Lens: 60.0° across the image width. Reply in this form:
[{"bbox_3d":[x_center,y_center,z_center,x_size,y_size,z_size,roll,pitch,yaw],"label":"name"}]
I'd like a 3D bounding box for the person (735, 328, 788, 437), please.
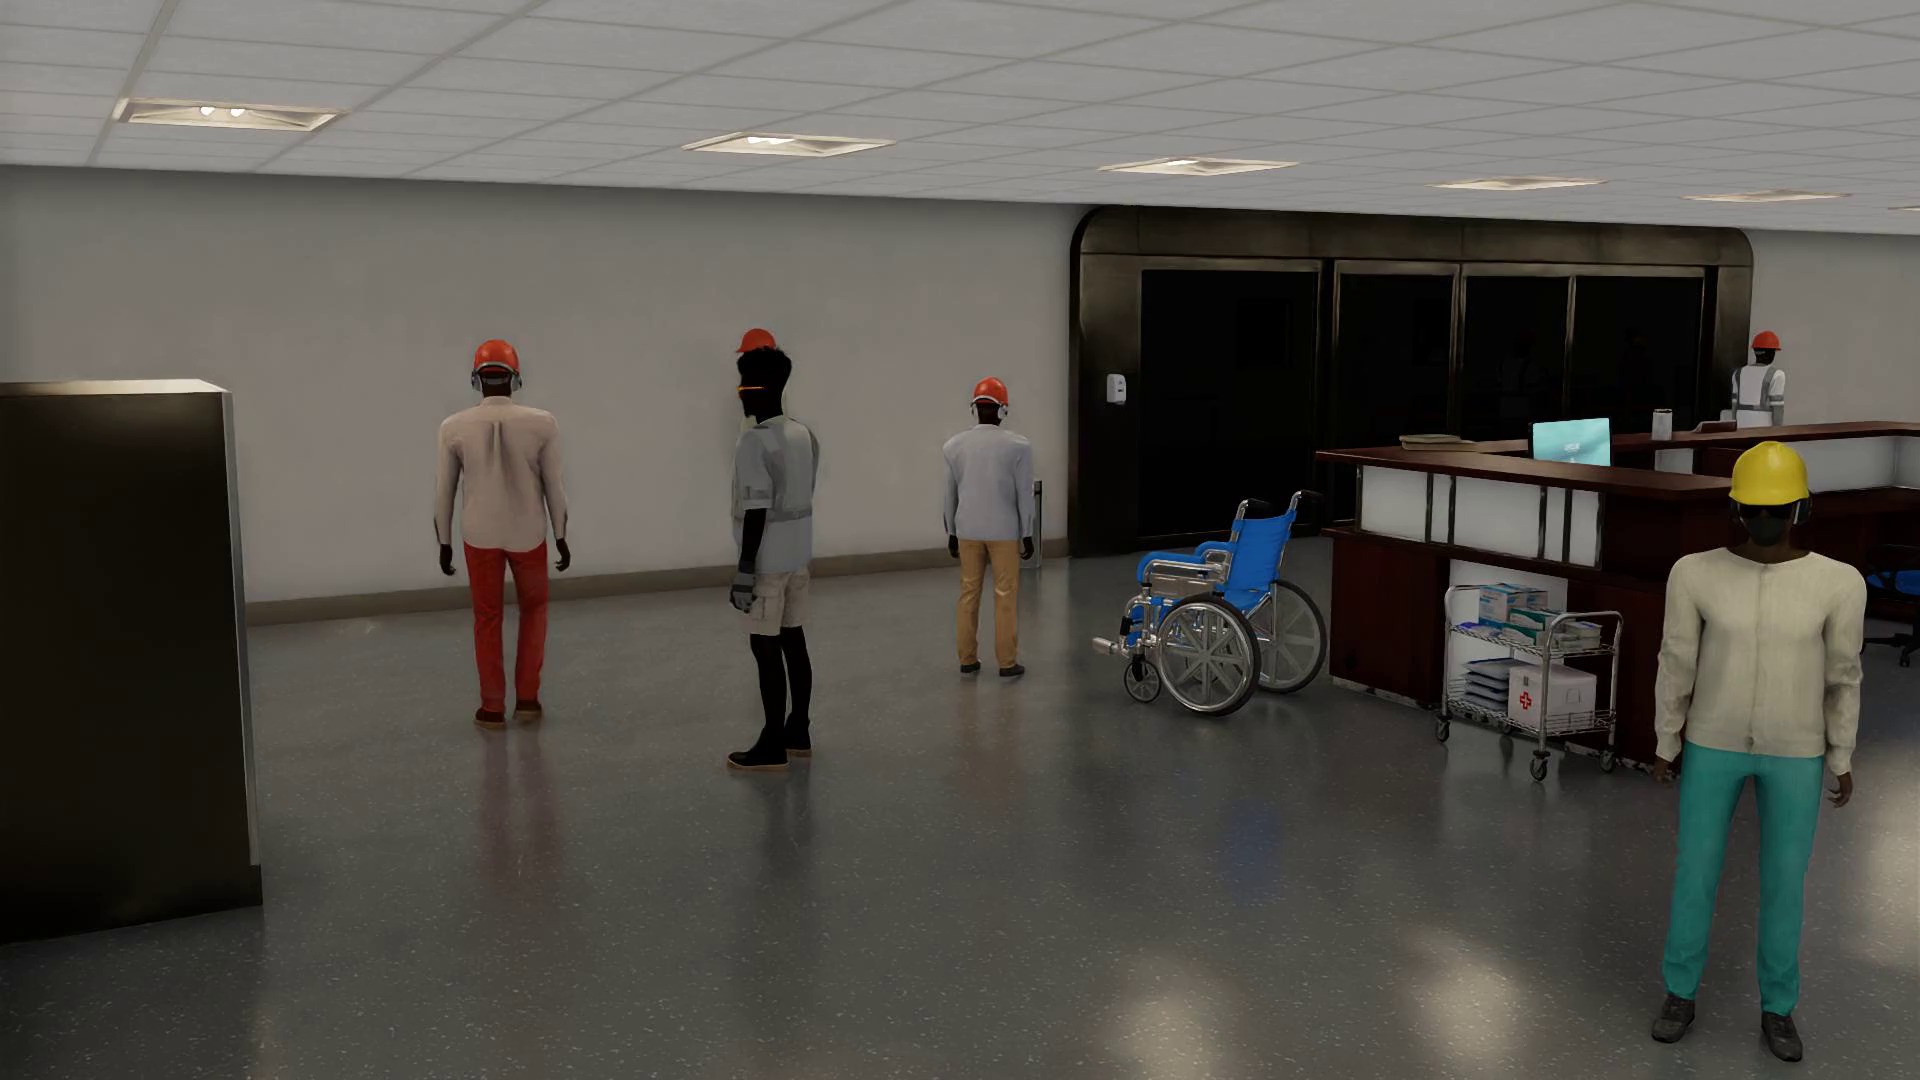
[{"bbox_3d":[-1.464,-0.567,12.340,0.386,1.992,0.624,-1,8,-10],"label":"person"}]

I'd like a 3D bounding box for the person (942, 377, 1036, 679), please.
[{"bbox_3d":[0.178,-0.070,9.647,0.564,1.743,0.352,3,9,23],"label":"person"}]

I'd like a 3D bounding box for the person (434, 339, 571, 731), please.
[{"bbox_3d":[-2.322,-0.024,8.450,0.660,1.978,0.458,-2,8,-11],"label":"person"}]

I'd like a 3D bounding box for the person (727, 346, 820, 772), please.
[{"bbox_3d":[-0.875,0.087,7.716,0.361,1.964,0.613,3,8,22],"label":"person"}]

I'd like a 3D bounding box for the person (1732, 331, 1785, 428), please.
[{"bbox_3d":[7.782,-1.065,16.210,0.393,1.929,0.546,-4,9,-28],"label":"person"}]

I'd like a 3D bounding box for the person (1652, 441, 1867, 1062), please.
[{"bbox_3d":[2.257,0.599,4.731,0.533,1.767,0.326,3,9,23],"label":"person"}]
